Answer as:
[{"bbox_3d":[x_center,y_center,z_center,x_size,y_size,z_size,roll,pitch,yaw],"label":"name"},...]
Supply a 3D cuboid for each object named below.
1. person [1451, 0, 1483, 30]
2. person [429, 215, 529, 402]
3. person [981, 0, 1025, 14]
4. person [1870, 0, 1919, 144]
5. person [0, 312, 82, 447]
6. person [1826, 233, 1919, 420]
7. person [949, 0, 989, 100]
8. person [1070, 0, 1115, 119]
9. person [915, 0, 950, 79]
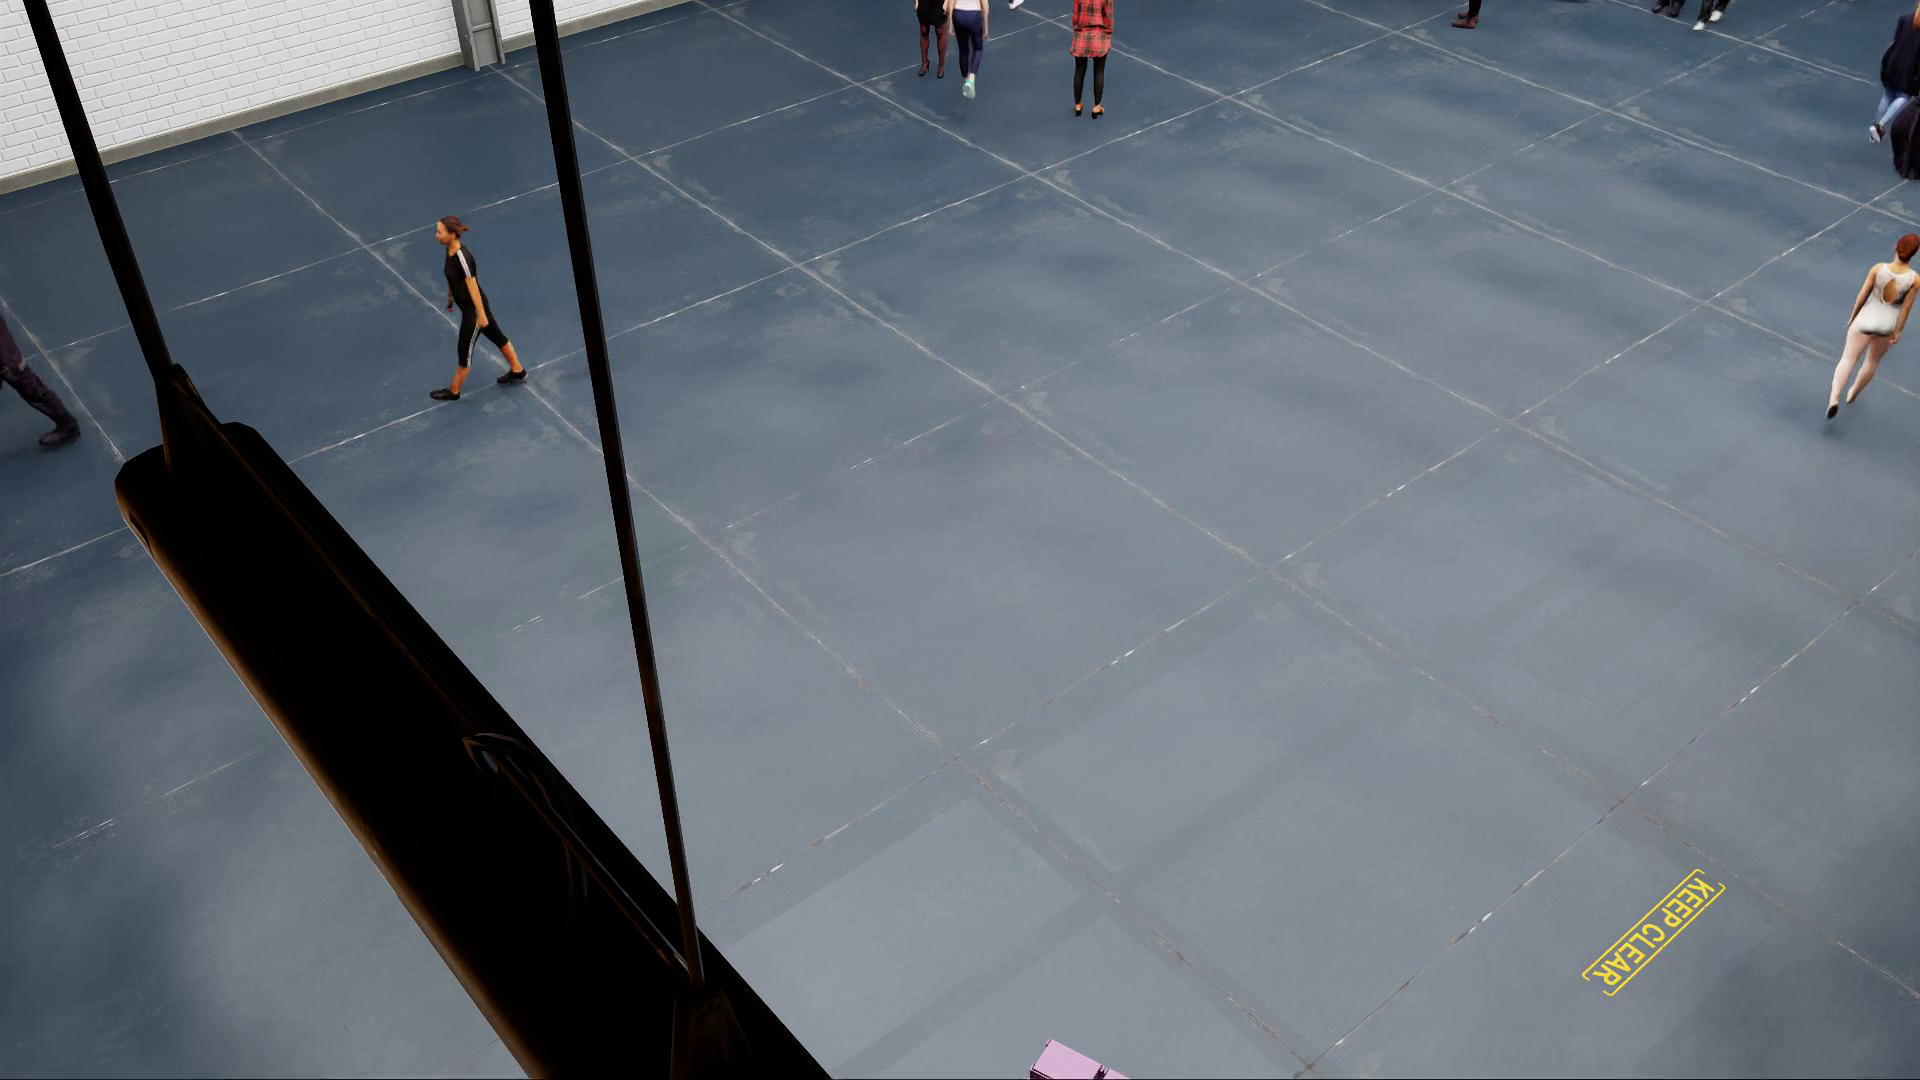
[{"bbox_3d":[6.289,-7.112,20.032,0.823,1.836,0.653,19,42,22],"label":"person"},{"bbox_3d":[-3.930,-1.930,13.711,1.126,1.625,0.775,-17,42,-20],"label":"person"},{"bbox_3d":[0.302,-7.191,20.258,1.042,1.675,0.574,-28,46,-30],"label":"person"},{"bbox_3d":[9.841,-4.924,17.423,0.755,1.672,0.607,-28,46,-30],"label":"person"},{"bbox_3d":[-7.433,-1.482,12.965,1.170,1.857,0.733,-30,47,-32],"label":"person"},{"bbox_3d":[7.377,-1.699,13.423,0.727,1.623,1.000,22,44,25],"label":"person"},{"bbox_3d":[0.079,-5.652,18.323,0.943,1.687,1.028,5,39,6],"label":"person"},{"bbox_3d":[1.424,-5.430,18.032,0.703,1.703,0.712,13,41,16],"label":"person"},{"bbox_3d":[-0.313,-6.105,18.874,0.656,1.706,0.670,11,40,13],"label":"person"}]
